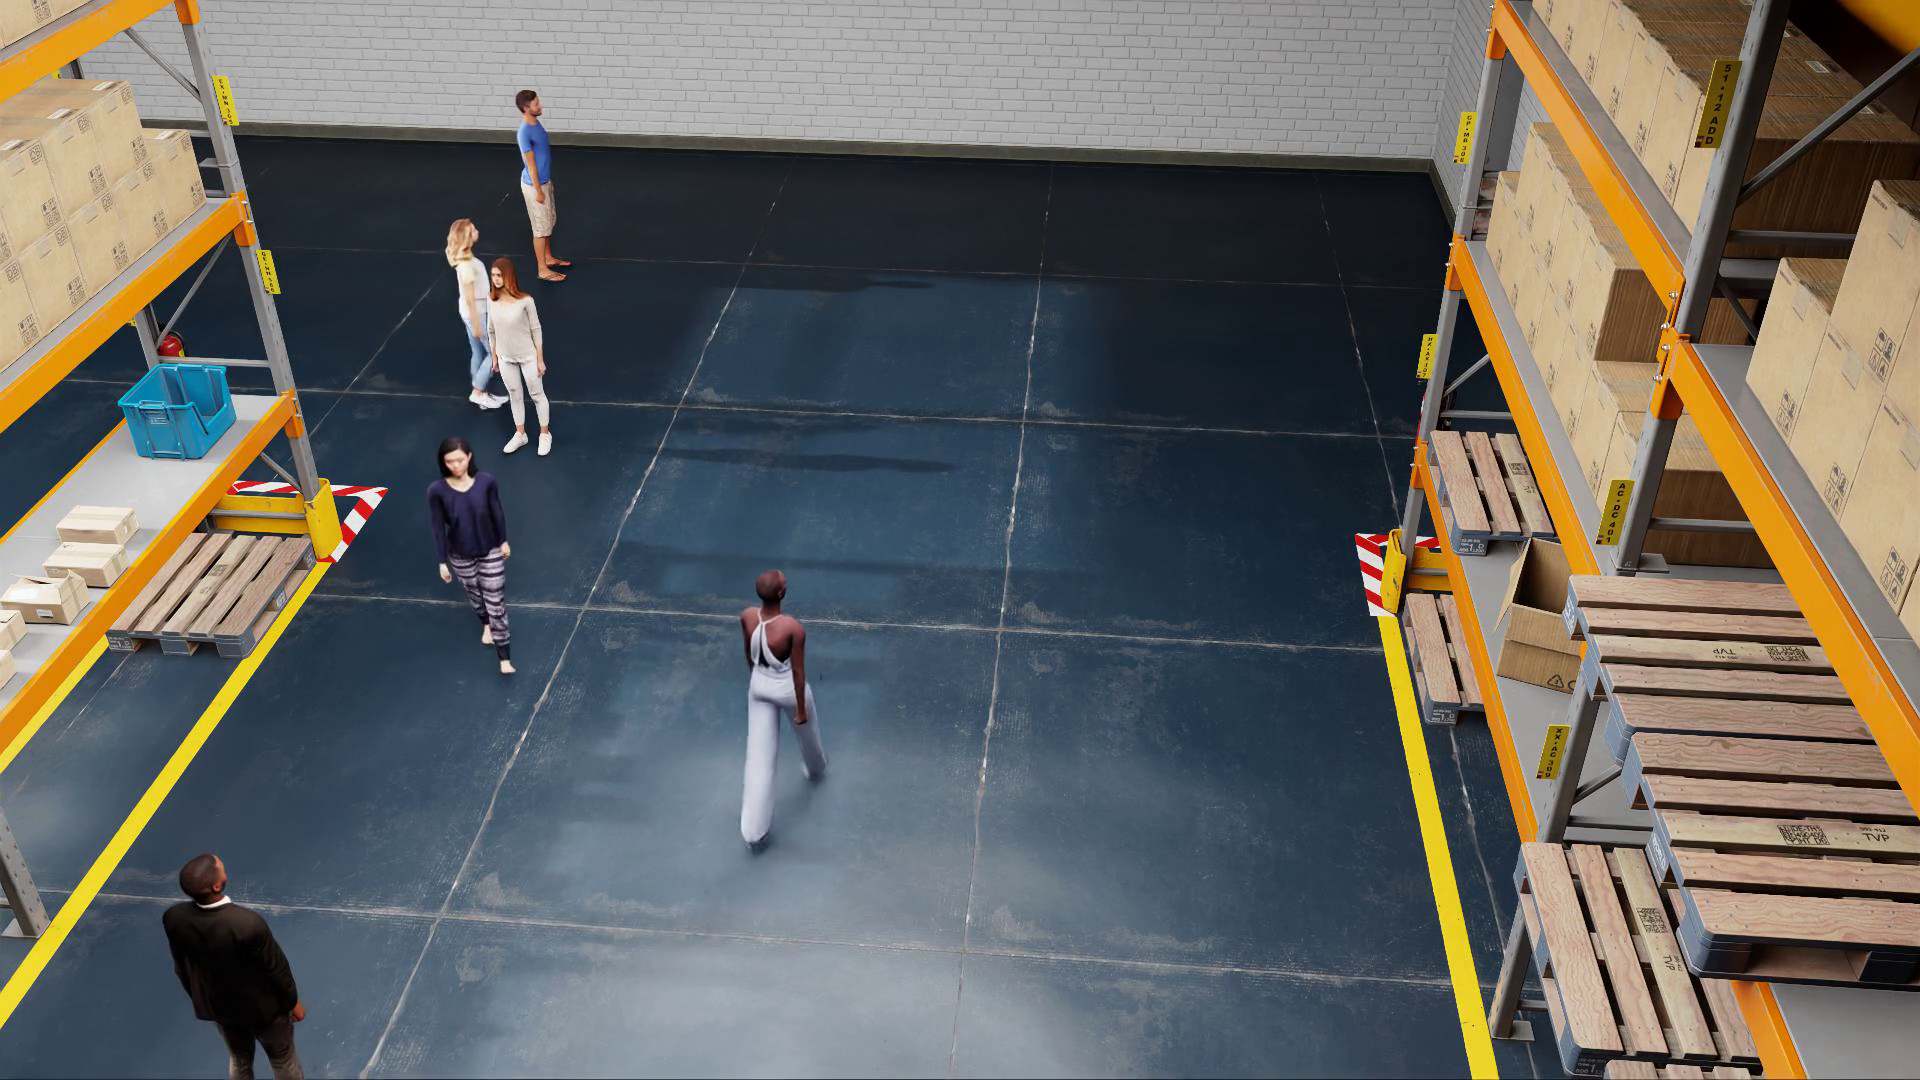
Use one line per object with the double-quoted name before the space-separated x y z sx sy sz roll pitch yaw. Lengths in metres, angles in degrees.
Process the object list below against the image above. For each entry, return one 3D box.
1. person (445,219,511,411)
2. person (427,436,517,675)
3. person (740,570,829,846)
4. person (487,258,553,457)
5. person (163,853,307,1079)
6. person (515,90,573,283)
"person" -4.136 -1.852 13.941 0.814 1.716 0.712 -14 36 -20
"person" -3.263 0.016 11.144 0.852 1.702 1.087 -10 35 -14
"person" -1.110 0.988 9.651 0.827 1.736 1.192 13 36 19
"person" -3.551 -1.489 13.401 0.624 1.710 0.558 6 34 9
"person" -3.363 2.170 7.815 0.658 1.800 0.523 3 34 5
"person" -4.133 -3.487 16.268 0.727 1.864 0.532 0 34 -1
